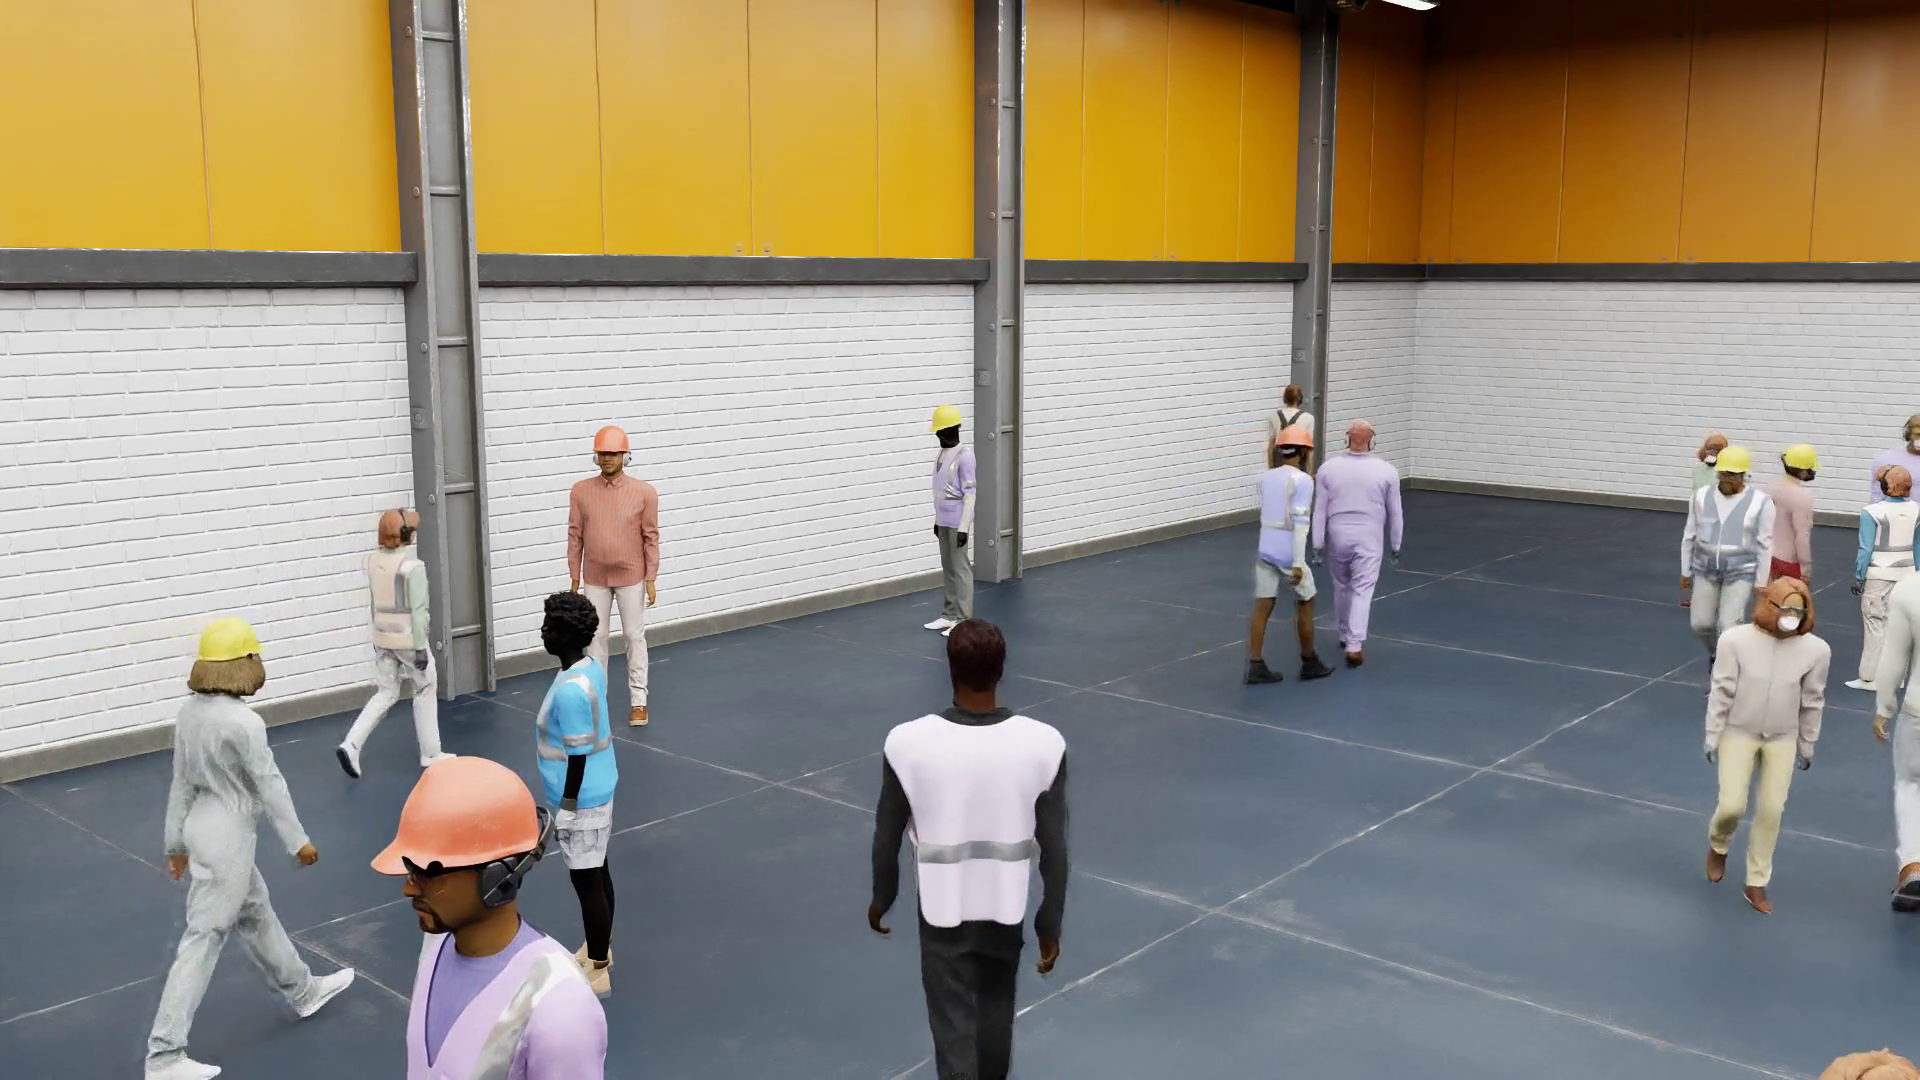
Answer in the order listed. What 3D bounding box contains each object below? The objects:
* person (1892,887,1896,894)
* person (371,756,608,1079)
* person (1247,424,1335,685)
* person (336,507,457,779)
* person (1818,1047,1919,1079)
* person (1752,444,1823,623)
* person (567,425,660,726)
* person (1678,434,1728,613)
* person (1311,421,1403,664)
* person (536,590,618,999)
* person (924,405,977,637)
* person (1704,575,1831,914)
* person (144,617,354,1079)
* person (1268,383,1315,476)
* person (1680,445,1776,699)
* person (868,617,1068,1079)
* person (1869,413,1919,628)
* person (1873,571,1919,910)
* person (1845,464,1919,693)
[{"bbox_3d":[4.888,0.805,7.904,1.013,1.852,0.675,-2,9,-14],"label":"person"},{"bbox_3d":[-0.948,1.430,3.366,0.377,2.045,0.605,-8,12,-43],"label":"person"},{"bbox_3d":[2.446,0.103,12.165,0.859,1.891,0.570,-5,11,-31],"label":"person"},{"bbox_3d":[-3.359,0.610,9.850,0.524,1.614,0.700,6,11,32],"label":"person"},{"bbox_3d":[1.613,1.690,3.019,0.289,1.633,0.501,-7,11,-37],"label":"person"},{"bbox_3d":[6.219,0.125,12.564,0.581,1.725,0.586,0,9,-3],"label":"person"},{"bbox_3d":[-2.290,0.239,10.995,0.612,1.997,0.376,0,9,1],"label":"person"},{"bbox_3d":[6.579,-0.136,14.551,0.409,1.605,0.525,-4,10,-24],"label":"person"},{"bbox_3d":[3.086,0.005,12.929,0.666,1.860,1.008,4,10,24],"label":"person"},{"bbox_3d":[-1.577,1.046,6.861,0.320,1.698,0.531,-1,9,-6],"label":"person"},{"bbox_3d":[-0.076,-0.162,13.761,0.380,1.918,0.585,-4,10,-24],"label":"person"},{"bbox_3d":[3.751,0.938,7.793,0.515,1.608,0.453,2,9,11],"label":"person"},{"bbox_3d":[-2.725,1.140,6.285,0.488,1.696,0.943,8,12,41],"label":"person"},{"bbox_3d":[3.531,-0.768,17.857,0.505,1.832,0.500,4,10,26],"label":"person"},{"bbox_3d":[5.425,0.211,11.767,0.599,1.808,0.587,8,12,40],"label":"person"},{"bbox_3d":[0.014,1.179,5.466,0.610,1.882,0.931,-2,9,-11],"label":"person"},{"bbox_3d":[7.506,-0.059,13.121,0.674,1.916,0.547,3,9,16],"label":"person"},{"bbox_3d":[4.544,0.818,7.601,0.647,1.920,0.503,5,10,30],"label":"person"},{"bbox_3d":[6.619,0.277,11.872,0.513,1.641,0.307,-2,9,-12],"label":"person"}]
